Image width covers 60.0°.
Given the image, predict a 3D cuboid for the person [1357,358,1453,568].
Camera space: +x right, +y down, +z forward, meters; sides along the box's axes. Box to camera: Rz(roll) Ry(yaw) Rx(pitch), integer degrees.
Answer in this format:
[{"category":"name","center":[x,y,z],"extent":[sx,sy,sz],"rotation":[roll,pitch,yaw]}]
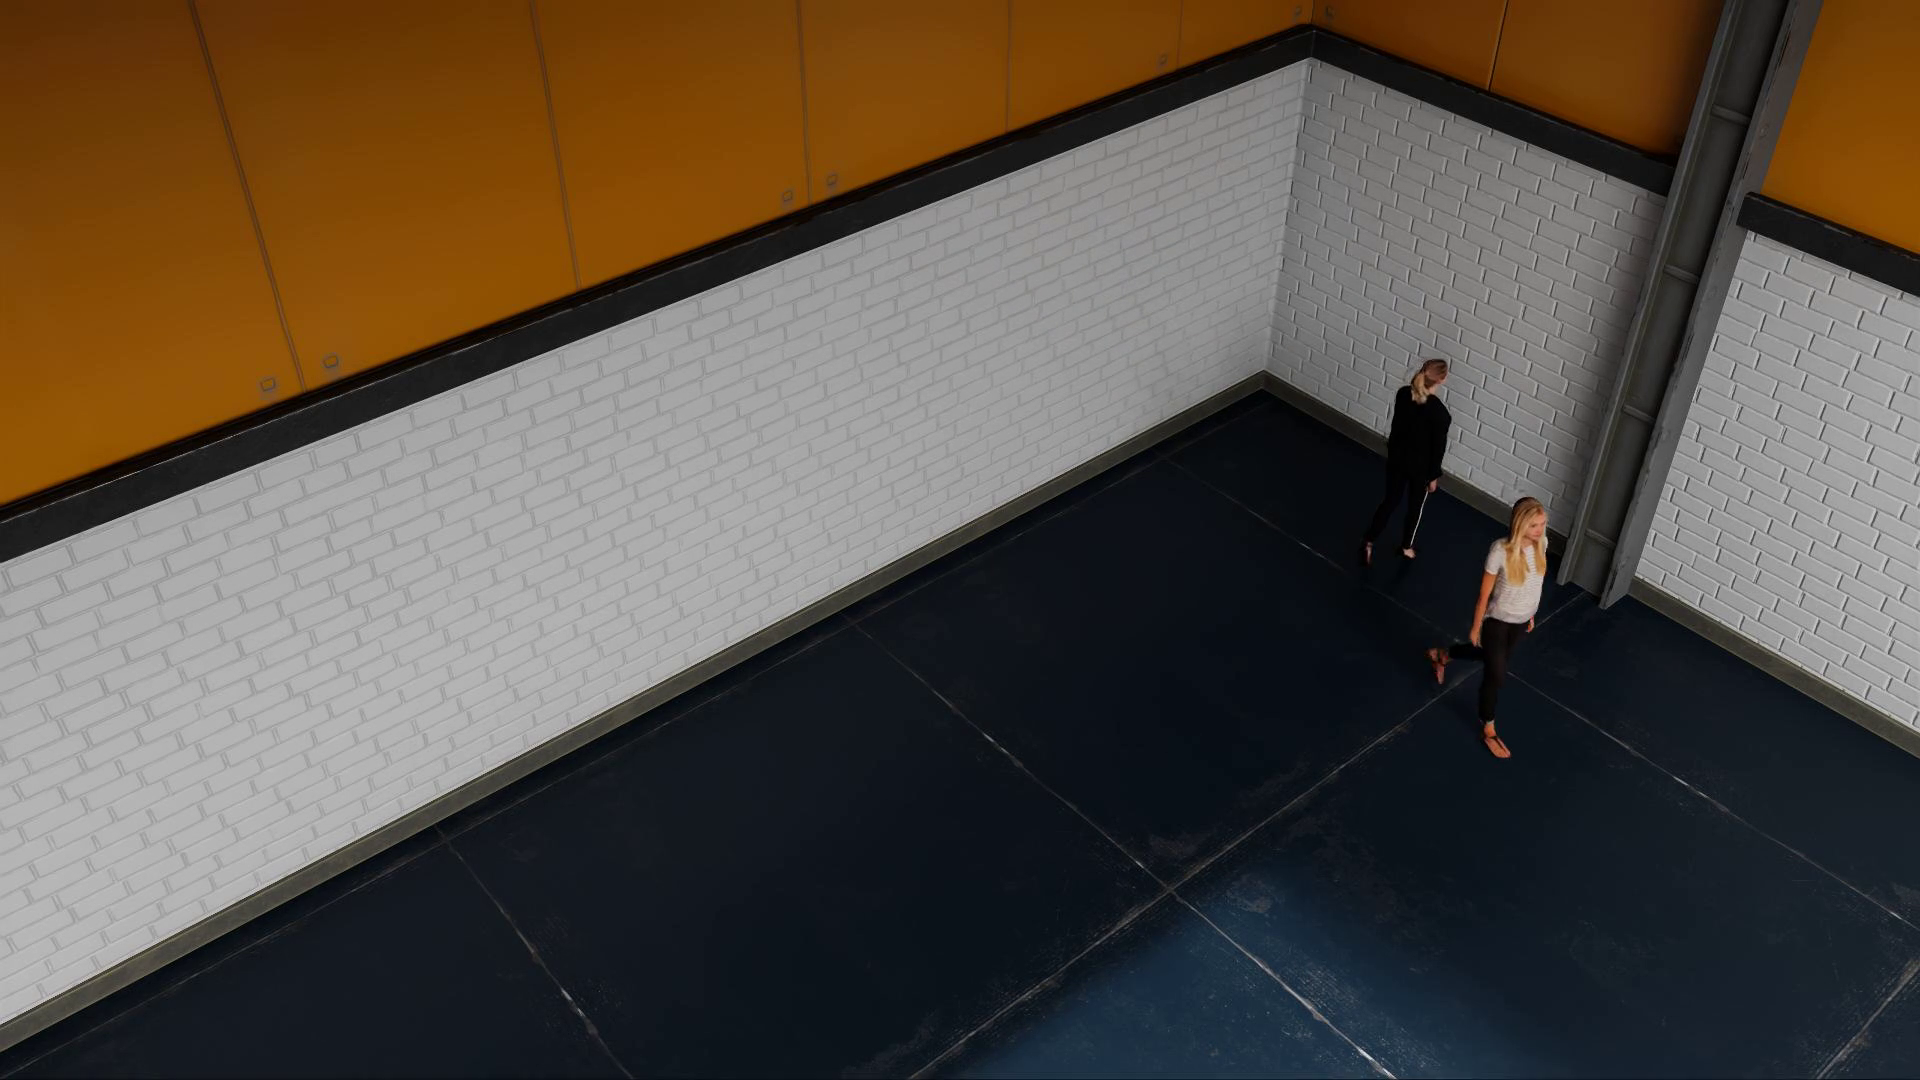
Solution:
[{"category":"person","center":[3.025,-0.488,11.254],"extent":[0.673,1.694,0.735],"rotation":[-29,47,-31]}]

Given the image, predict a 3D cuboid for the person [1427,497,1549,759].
[{"category":"person","center":[3.198,0.432,10.010],"extent":[0.717,1.809,1.087],"rotation":[-20,43,-23]}]
